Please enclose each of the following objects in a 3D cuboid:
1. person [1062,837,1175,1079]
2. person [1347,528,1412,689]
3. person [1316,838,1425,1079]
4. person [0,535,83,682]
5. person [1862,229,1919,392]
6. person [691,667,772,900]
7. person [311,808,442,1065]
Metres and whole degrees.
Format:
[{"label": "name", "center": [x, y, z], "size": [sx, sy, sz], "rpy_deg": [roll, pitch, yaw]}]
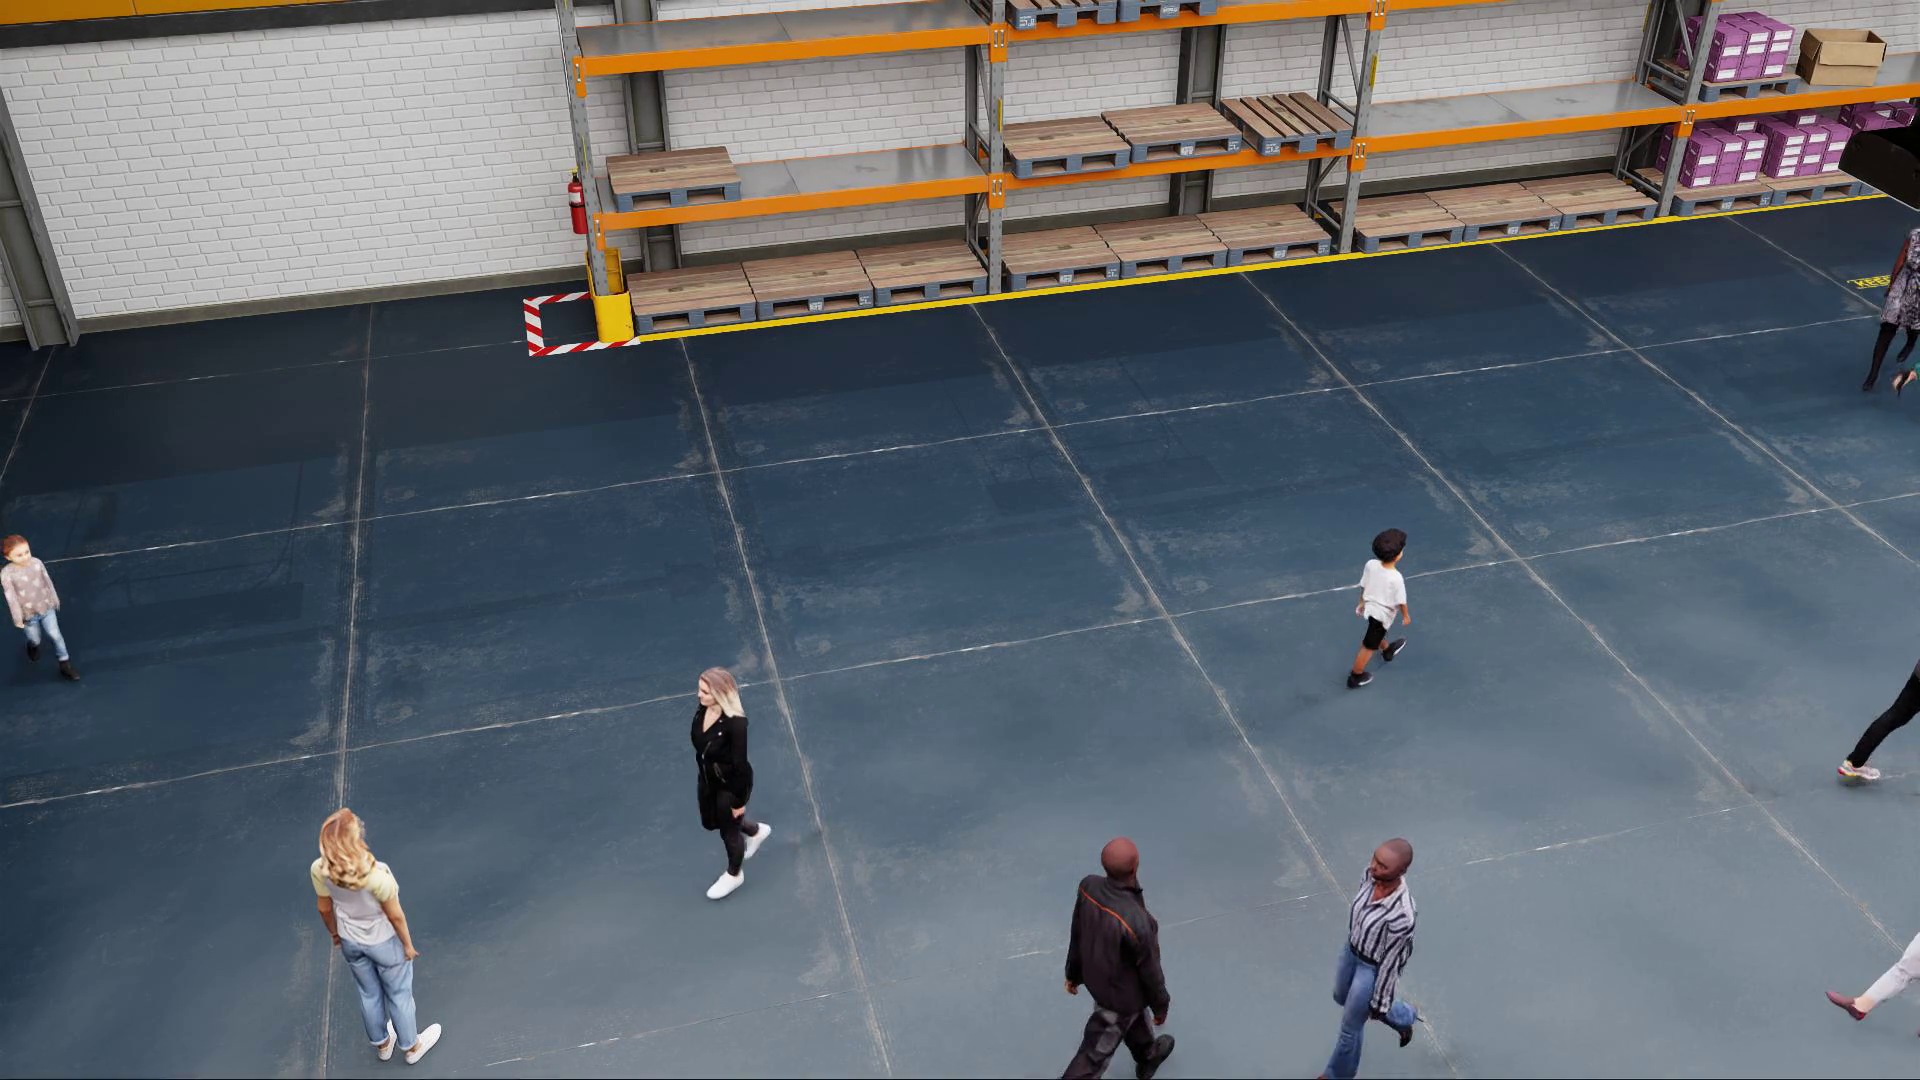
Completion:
[{"label": "person", "center": [0.703, 2.313, 8.438], "size": [1.334, 1.778, 0.944], "rpy_deg": [-18, 37, -25]}, {"label": "person", "center": [2.899, 0.512, 11.644], "size": [0.891, 1.229, 0.639], "rpy_deg": [-18, 38, -25]}, {"label": "person", "center": [2.196, 2.205, 8.601], "size": [0.882, 1.779, 0.621], "rpy_deg": [-8, 34, -12]}, {"label": "person", "center": [-6.566, 0.466, 11.756], "size": [0.770, 1.182, 0.774], "rpy_deg": [27, 42, 34]}, {"label": "person", "center": [8.824, -2.258, 15.347], "size": [1.045, 1.743, 1.254], "rpy_deg": [27, 42, 34]}, {"label": "person", "center": [-1.311, 1.406, 9.896], "size": [0.891, 1.676, 0.800], "rpy_deg": [-28, 43, -35]}, {"label": "person", "center": [-3.110, 2.111, 8.793], "size": [0.629, 1.723, 0.765], "rpy_deg": [6, 34, 9]}]
